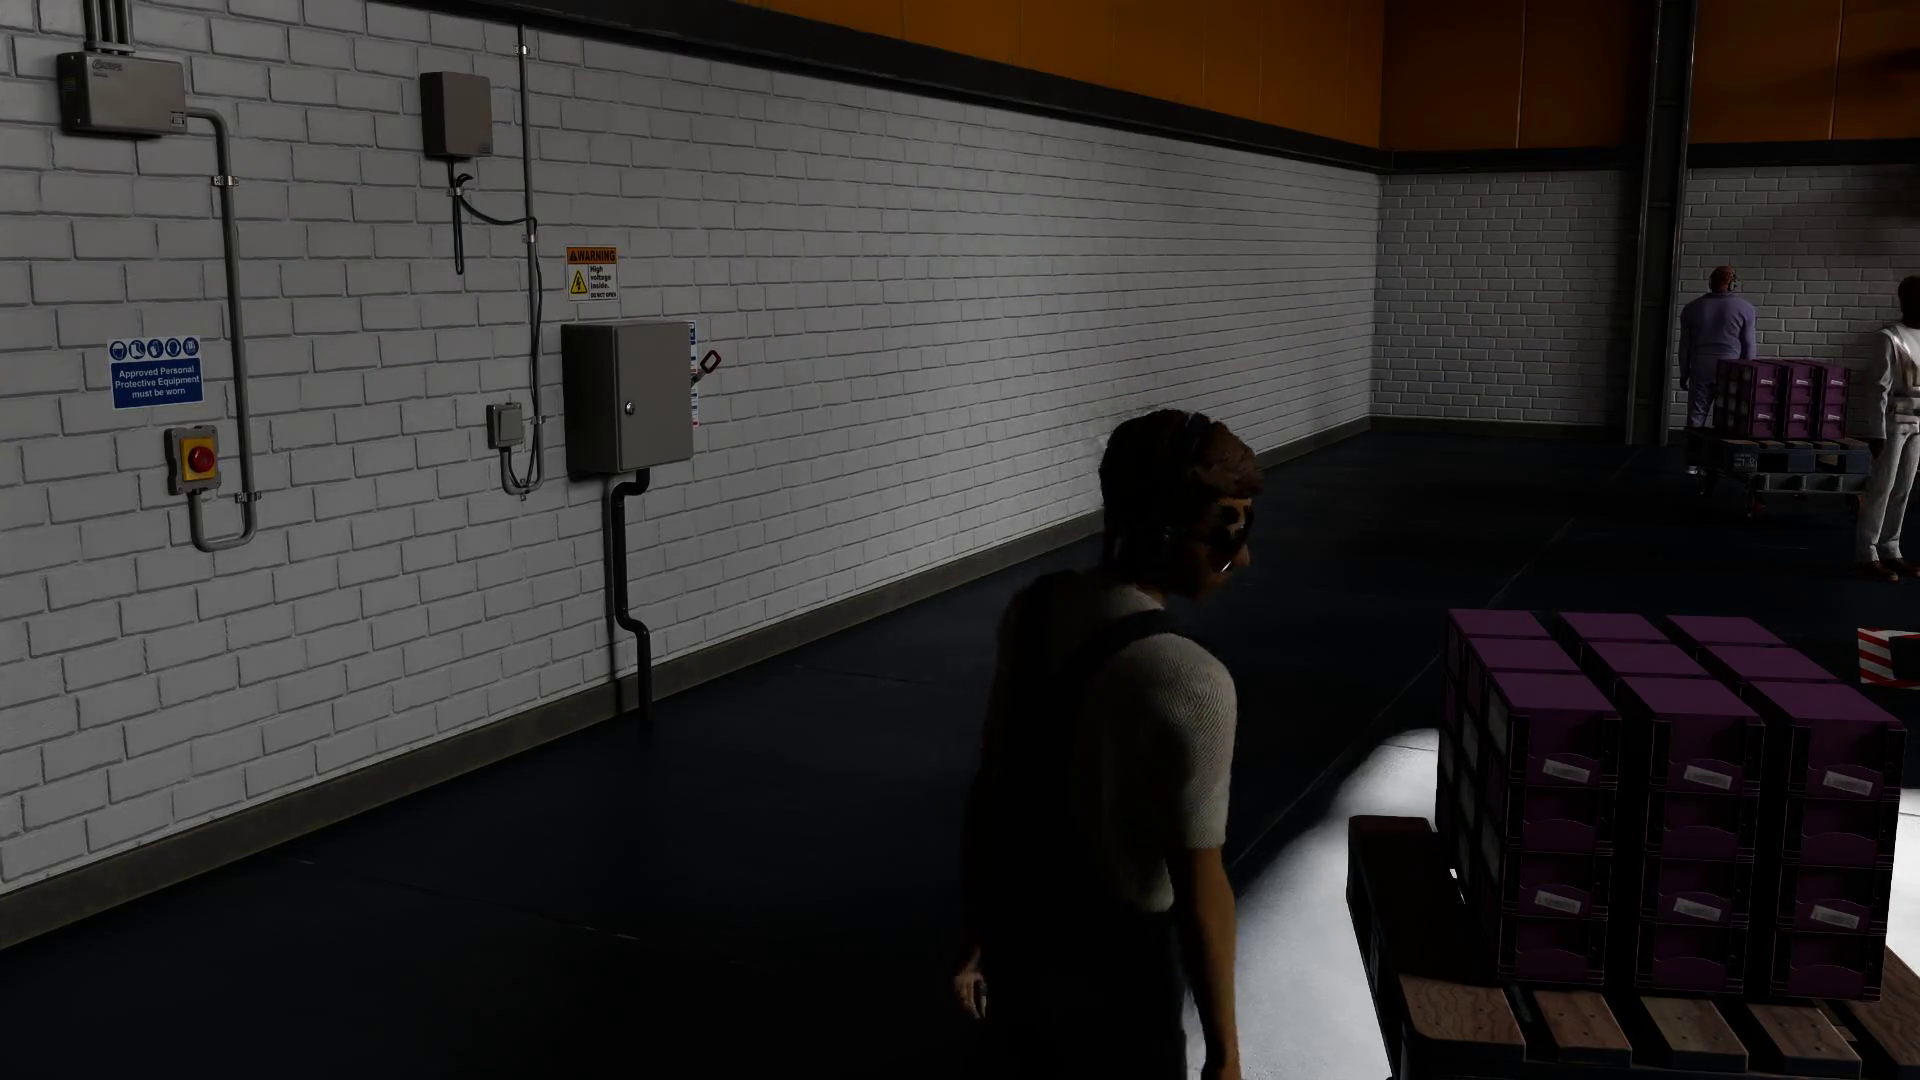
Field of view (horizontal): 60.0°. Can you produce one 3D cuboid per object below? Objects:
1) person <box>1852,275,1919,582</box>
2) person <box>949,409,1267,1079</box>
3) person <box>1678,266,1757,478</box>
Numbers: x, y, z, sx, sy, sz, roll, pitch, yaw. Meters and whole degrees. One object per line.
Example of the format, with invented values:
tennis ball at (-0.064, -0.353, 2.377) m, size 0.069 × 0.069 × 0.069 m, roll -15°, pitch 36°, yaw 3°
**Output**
person at (5.823, -0.686, 10.299) m, size 0.585 × 1.882 × 0.337 m, roll -6°, pitch 11°, yaw -31°
person at (0.118, 0.696, 2.569) m, size 0.468 × 1.806 × 0.669 m, roll -7°, pitch 12°, yaw -36°
person at (6.835, -1.513, 15.022) m, size 0.651 × 1.907 × 0.409 m, roll 7°, pitch 12°, yaw 36°
